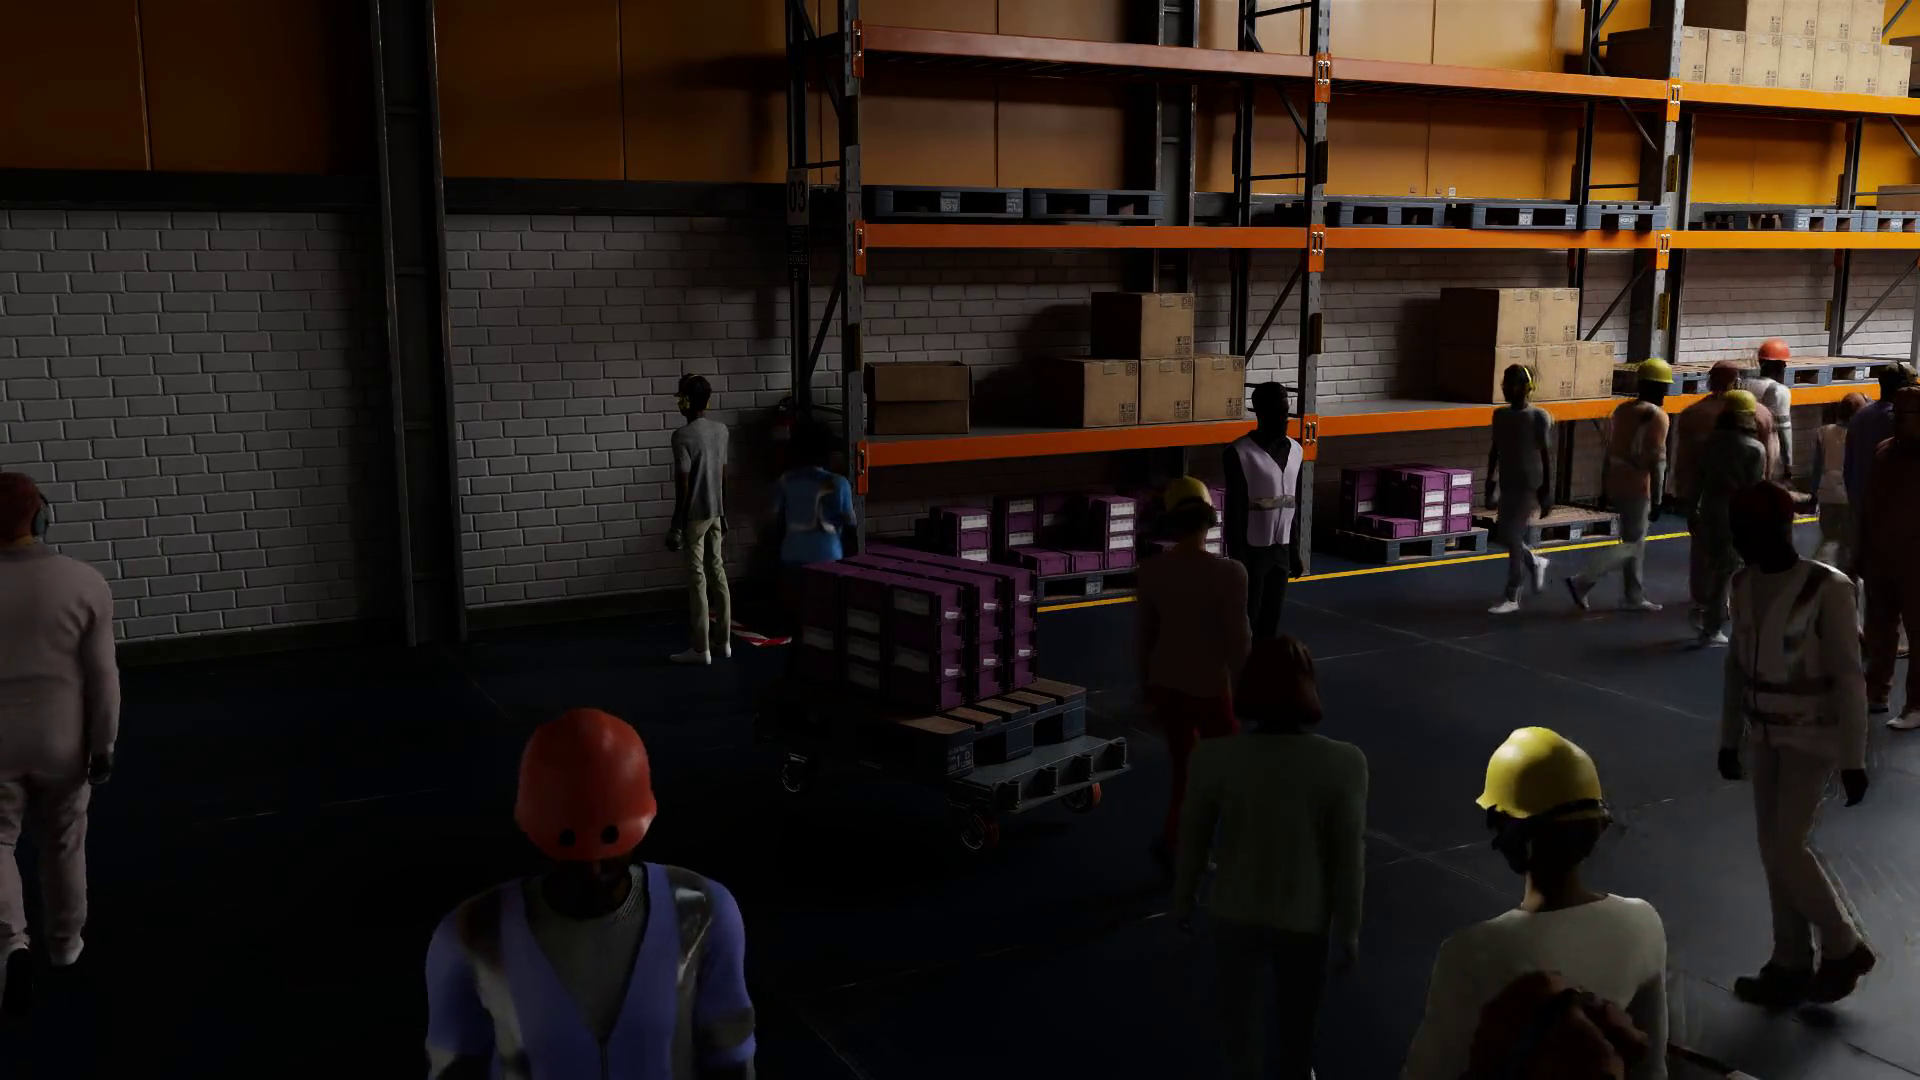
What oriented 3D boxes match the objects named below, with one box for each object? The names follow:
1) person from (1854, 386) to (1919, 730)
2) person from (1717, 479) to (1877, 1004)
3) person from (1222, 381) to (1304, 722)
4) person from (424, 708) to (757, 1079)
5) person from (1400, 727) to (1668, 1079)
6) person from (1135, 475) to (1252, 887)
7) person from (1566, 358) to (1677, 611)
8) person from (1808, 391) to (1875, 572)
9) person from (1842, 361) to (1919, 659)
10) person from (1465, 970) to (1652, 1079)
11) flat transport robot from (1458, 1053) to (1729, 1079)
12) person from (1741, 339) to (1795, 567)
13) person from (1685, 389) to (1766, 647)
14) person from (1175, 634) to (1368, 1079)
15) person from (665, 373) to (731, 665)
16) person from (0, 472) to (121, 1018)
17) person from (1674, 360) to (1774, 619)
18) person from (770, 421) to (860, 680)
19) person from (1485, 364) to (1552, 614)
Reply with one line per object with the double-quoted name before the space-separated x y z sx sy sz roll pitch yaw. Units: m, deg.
"person" 5.253 0.096 9.279 0.402 1.906 0.652 -3 10 -15
"person" 2.903 0.714 5.865 0.441 1.858 0.633 -1 10 -8
"person" 1.723 0.054 9.484 0.593 1.920 0.392 -8 13 -40
"person" -0.645 1.204 2.979 0.559 1.922 0.521 -4 11 -21
"person" 1.067 1.220 3.262 0.526 1.749 0.565 -5 11 -28
"person" 0.925 0.610 6.813 0.542 1.730 0.493 9 13 42
"person" 4.803 -0.375 12.048 0.767 1.894 0.623 -2 10 -12
"person" 6.475 -0.280 12.225 0.419 1.623 0.538 -5 11 -25
"person" 6.033 -0.200 10.893 0.354 1.936 0.635 -1 10 -6
"person" 0.808 1.405 2.522 0.363 1.621 0.553 7 12 36
"flat transport robot" 2.091 1.709 4.694 0.652 0.197 1.431 -7 12 -34
"person" 6.734 -0.719 13.931 0.569 1.915 0.566 -3 10 -15
"person" 5.135 -0.141 11.168 0.460 1.729 0.482 -5 11 -26
"person" 0.869 1.043 4.715 0.514 1.588 0.778 2 10 9
"person" -1.689 -0.132 10.690 0.328 1.873 0.521 6 12 32
"person" -3.303 0.703 5.861 0.651 1.881 0.774 -6 11 -30
"person" 5.564 -0.383 12.151 0.646 1.865 0.919 5 11 28
"person" -0.828 0.123 9.832 0.533 1.648 0.865 7 12 37
"person" 4.172 -0.389 12.279 0.690 1.849 0.529 -6 12 -32
